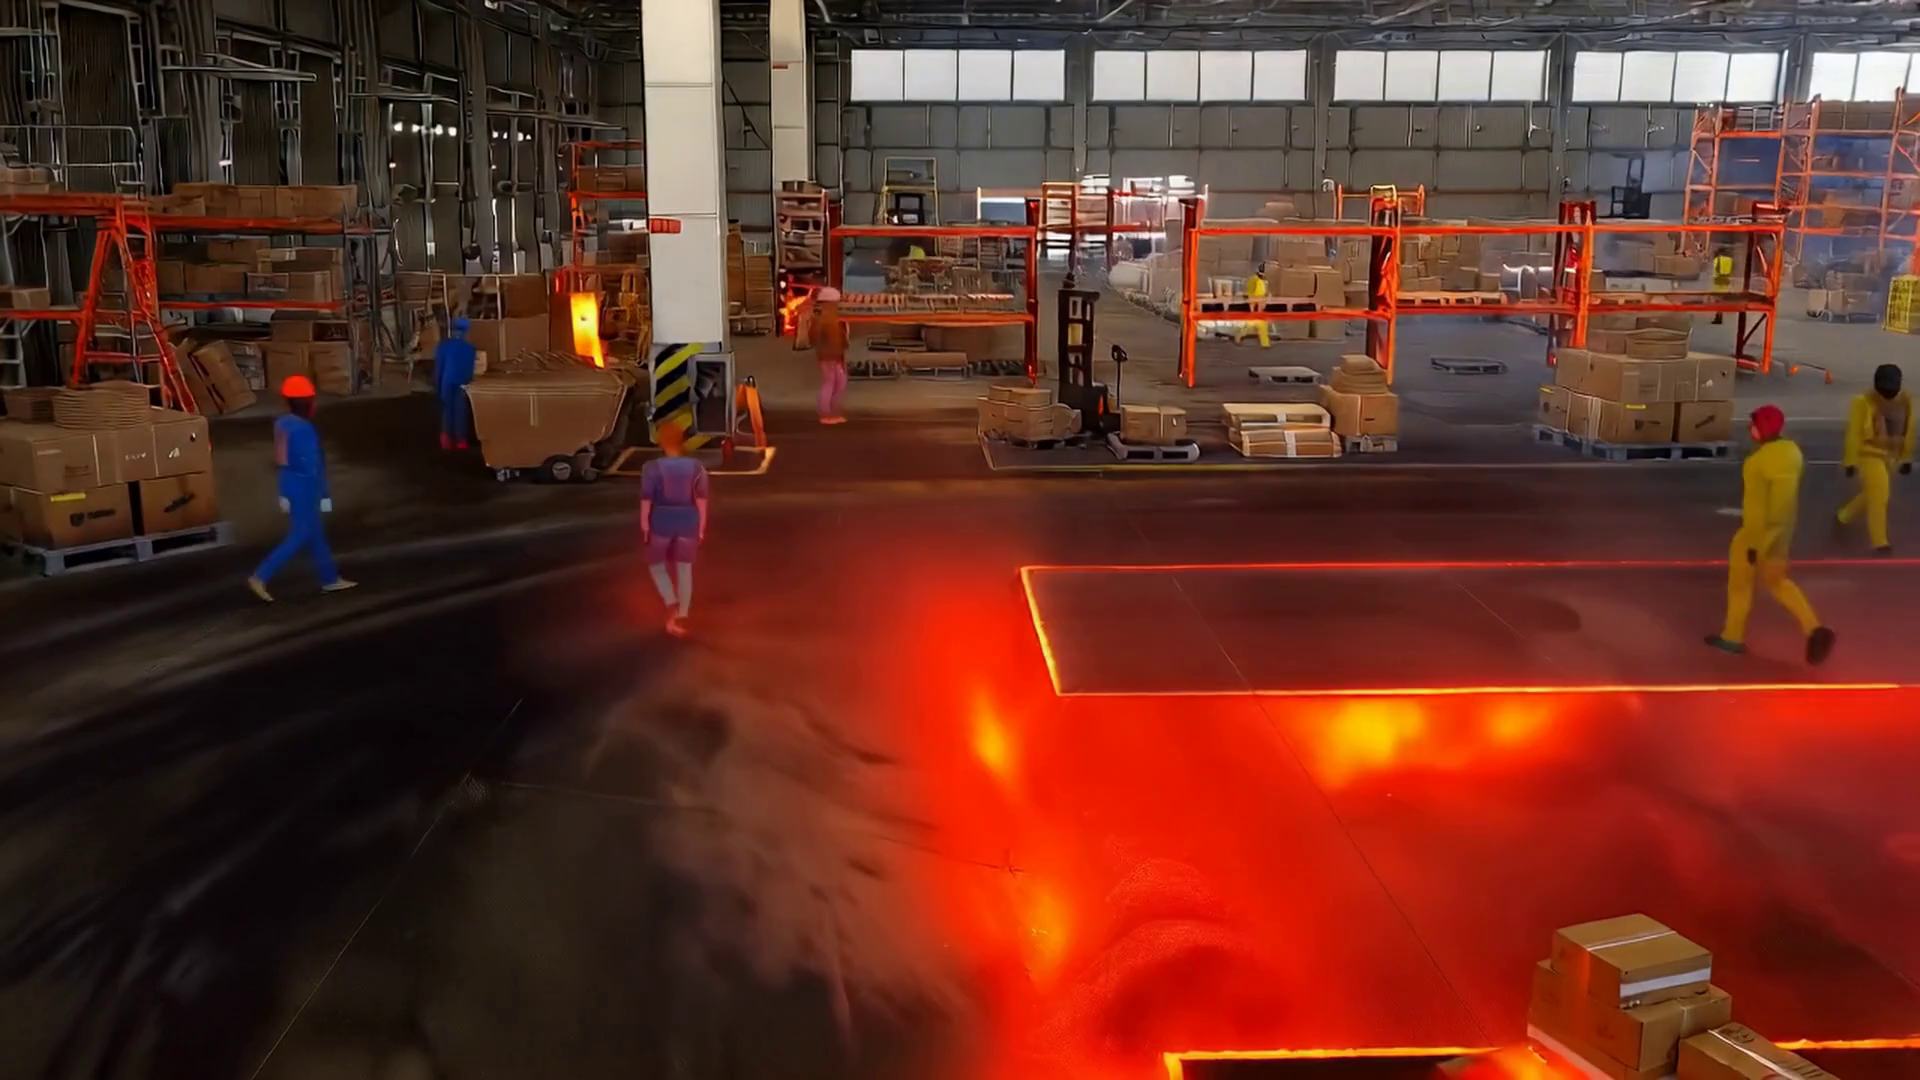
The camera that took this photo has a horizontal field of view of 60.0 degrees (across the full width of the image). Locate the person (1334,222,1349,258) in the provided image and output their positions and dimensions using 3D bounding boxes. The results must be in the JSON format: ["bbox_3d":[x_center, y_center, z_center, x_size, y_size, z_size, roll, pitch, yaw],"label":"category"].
[{"bbox_3d":[12.628,-9.560,55.073,0.399,1.920,0.590,-7,14,-27],"label":"person"}]

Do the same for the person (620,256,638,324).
[{"bbox_3d":[-6.663,-4.755,33.453,0.355,1.887,0.573,1,13,3],"label":"person"}]

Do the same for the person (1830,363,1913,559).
[{"bbox_3d":[8.623,-0.785,15.716,0.617,1.808,0.853,-5,13,-20],"label":"person"}]

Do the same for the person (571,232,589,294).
[{"bbox_3d":[-10.806,-7.813,47.304,0.936,1.893,0.537,9,15,35],"label":"person"}]

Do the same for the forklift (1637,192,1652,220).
[{"bbox_3d":[24.579,-11.179,60.195,1.873,2.768,1.129,0,12,-2],"label":"forklift"}]

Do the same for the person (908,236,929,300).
[{"bbox_3d":[-1.128,-6.925,43.165,0.635,1.928,0.644,7,14,29],"label":"person"}]

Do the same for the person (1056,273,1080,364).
[{"bbox_3d":[2.036,-4.092,30.846,0.508,1.700,0.872,-5,14,-23],"label":"person"}]

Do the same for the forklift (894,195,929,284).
[{"bbox_3d":[-1.602,-9.549,52.834,1.129,2.768,1.873,1,13,5],"label":"forklift"}]

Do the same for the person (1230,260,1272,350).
[{"bbox_3d":[5.918,-4.755,33.640,0.854,1.818,0.507,12,17,42],"label":"person"}]

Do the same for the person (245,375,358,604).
[{"bbox_3d":[-5.579,-0.431,13.917,0.879,1.901,0.586,-10,16,-37],"label":"person"}]

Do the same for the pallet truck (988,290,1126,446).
[{"bbox_3d":[1.257,-2.299,22.111,1.885,1.965,0.823,-9,15,-35],"label":"pallet truck"}]

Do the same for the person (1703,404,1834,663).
[{"bbox_3d":[5.945,-0.038,12.120,0.638,1.910,0.851,-8,15,-33],"label":"person"}]

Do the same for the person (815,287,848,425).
[{"bbox_3d":[-1.757,-2.588,23.494,0.564,1.967,0.645,-1,13,-5],"label":"person"}]

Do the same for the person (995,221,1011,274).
[{"bbox_3d":[1.505,-10.283,58.291,0.371,1.941,0.627,-12,17,-42],"label":"person"}]

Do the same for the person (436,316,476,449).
[{"bbox_3d":[-6.508,-1.996,21.379,0.538,1.729,0.581,1,13,7],"label":"person"}]

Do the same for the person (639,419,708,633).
[{"bbox_3d":[-2.205,-0.093,12.845,0.554,1.684,0.395,-6,14,-25],"label":"person"}]

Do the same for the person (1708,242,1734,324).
[{"bbox_3d":[17.948,-6.063,39.272,0.576,1.919,0.415,-2,13,-7],"label":"person"}]

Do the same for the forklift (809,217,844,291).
[{"bbox_3d":[-4.375,-8.619,48.637,1.873,2.768,1.129,0,12,-2],"label":"forklift"}]
